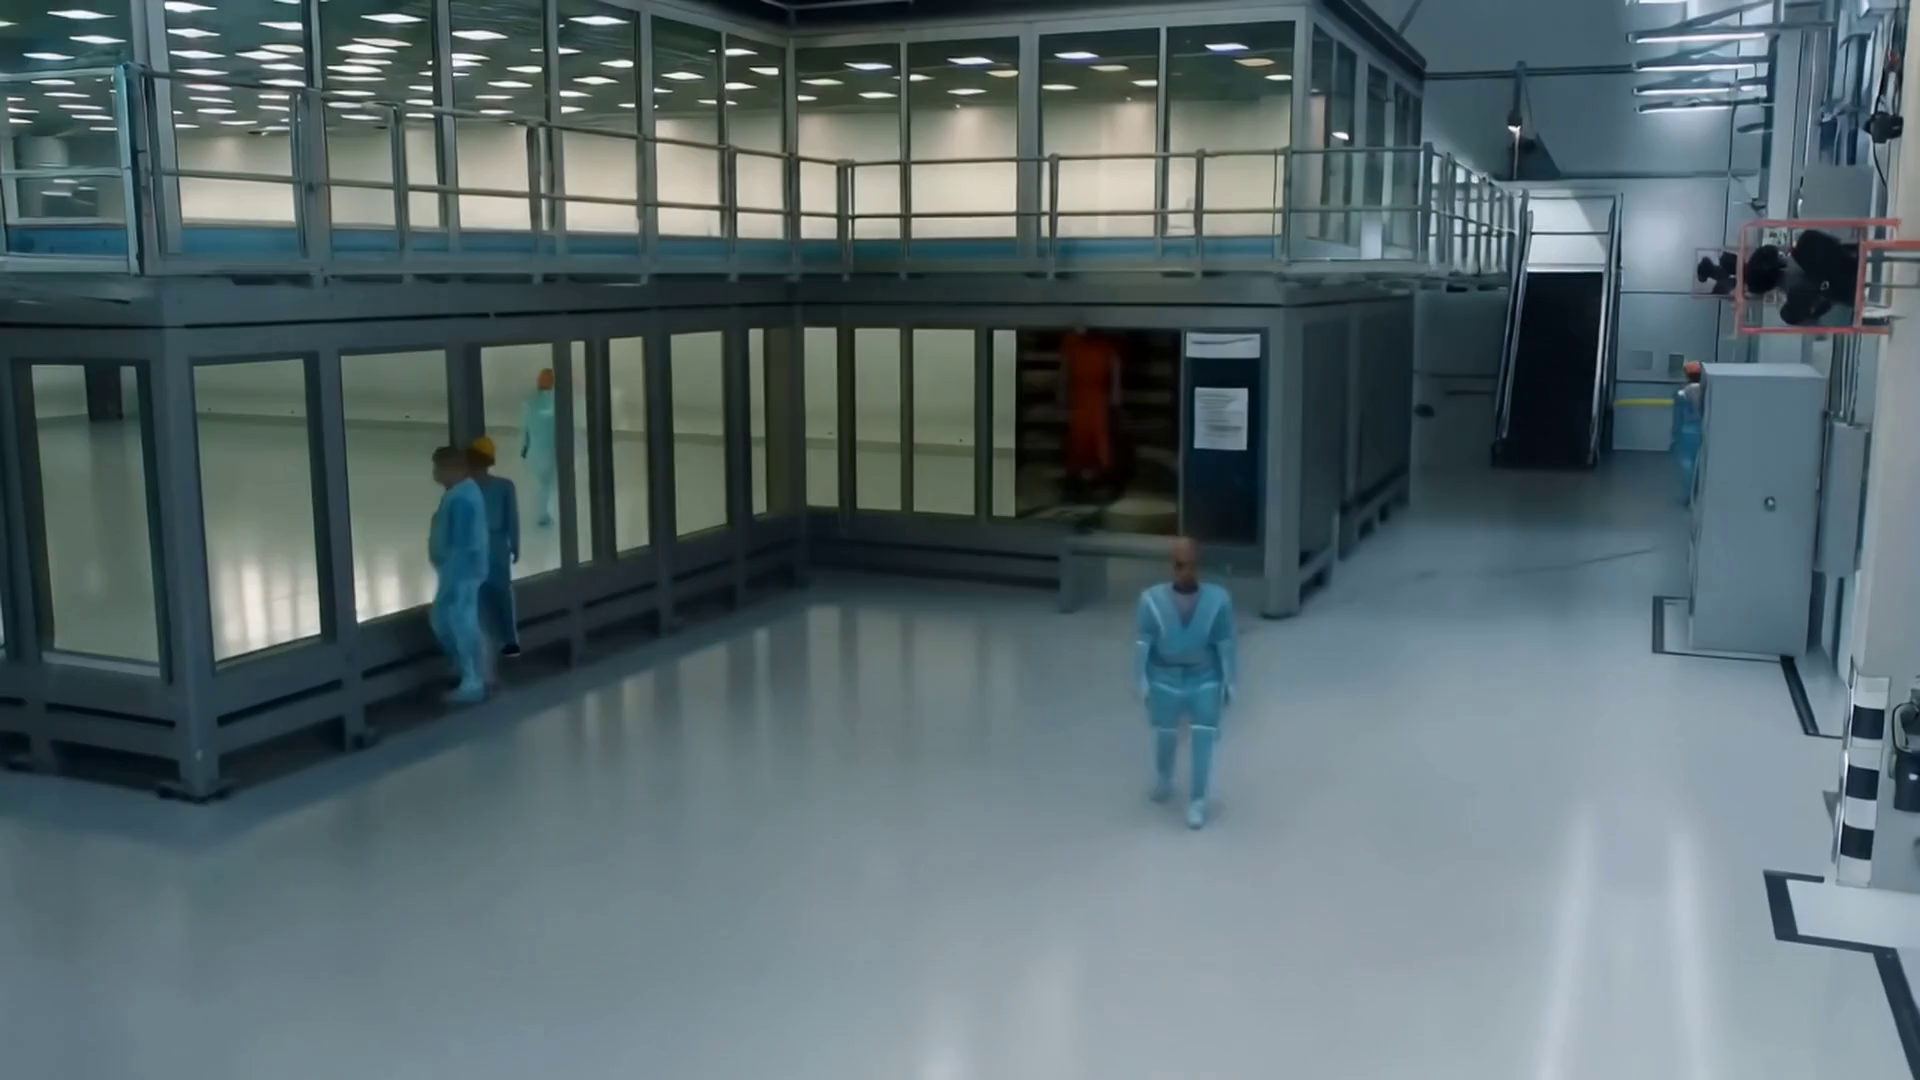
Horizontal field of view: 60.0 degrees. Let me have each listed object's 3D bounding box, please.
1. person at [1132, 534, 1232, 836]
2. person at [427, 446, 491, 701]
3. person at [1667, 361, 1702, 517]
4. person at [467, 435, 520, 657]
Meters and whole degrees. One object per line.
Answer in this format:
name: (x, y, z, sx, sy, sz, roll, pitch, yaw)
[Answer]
person: (1.234, 0.746, 9.267, 0.540, 1.656, 0.729, 1, 9, 8)
person: (-3.576, 0.240, 11.825, 0.471, 1.824, 0.651, -3, 10, -16)
person: (9.109, -1.253, 20.690, 0.602, 1.940, 0.402, -2, 9, -10)
person: (-3.748, 0.057, 13.145, 0.533, 1.767, 0.326, -2, 9, -10)
